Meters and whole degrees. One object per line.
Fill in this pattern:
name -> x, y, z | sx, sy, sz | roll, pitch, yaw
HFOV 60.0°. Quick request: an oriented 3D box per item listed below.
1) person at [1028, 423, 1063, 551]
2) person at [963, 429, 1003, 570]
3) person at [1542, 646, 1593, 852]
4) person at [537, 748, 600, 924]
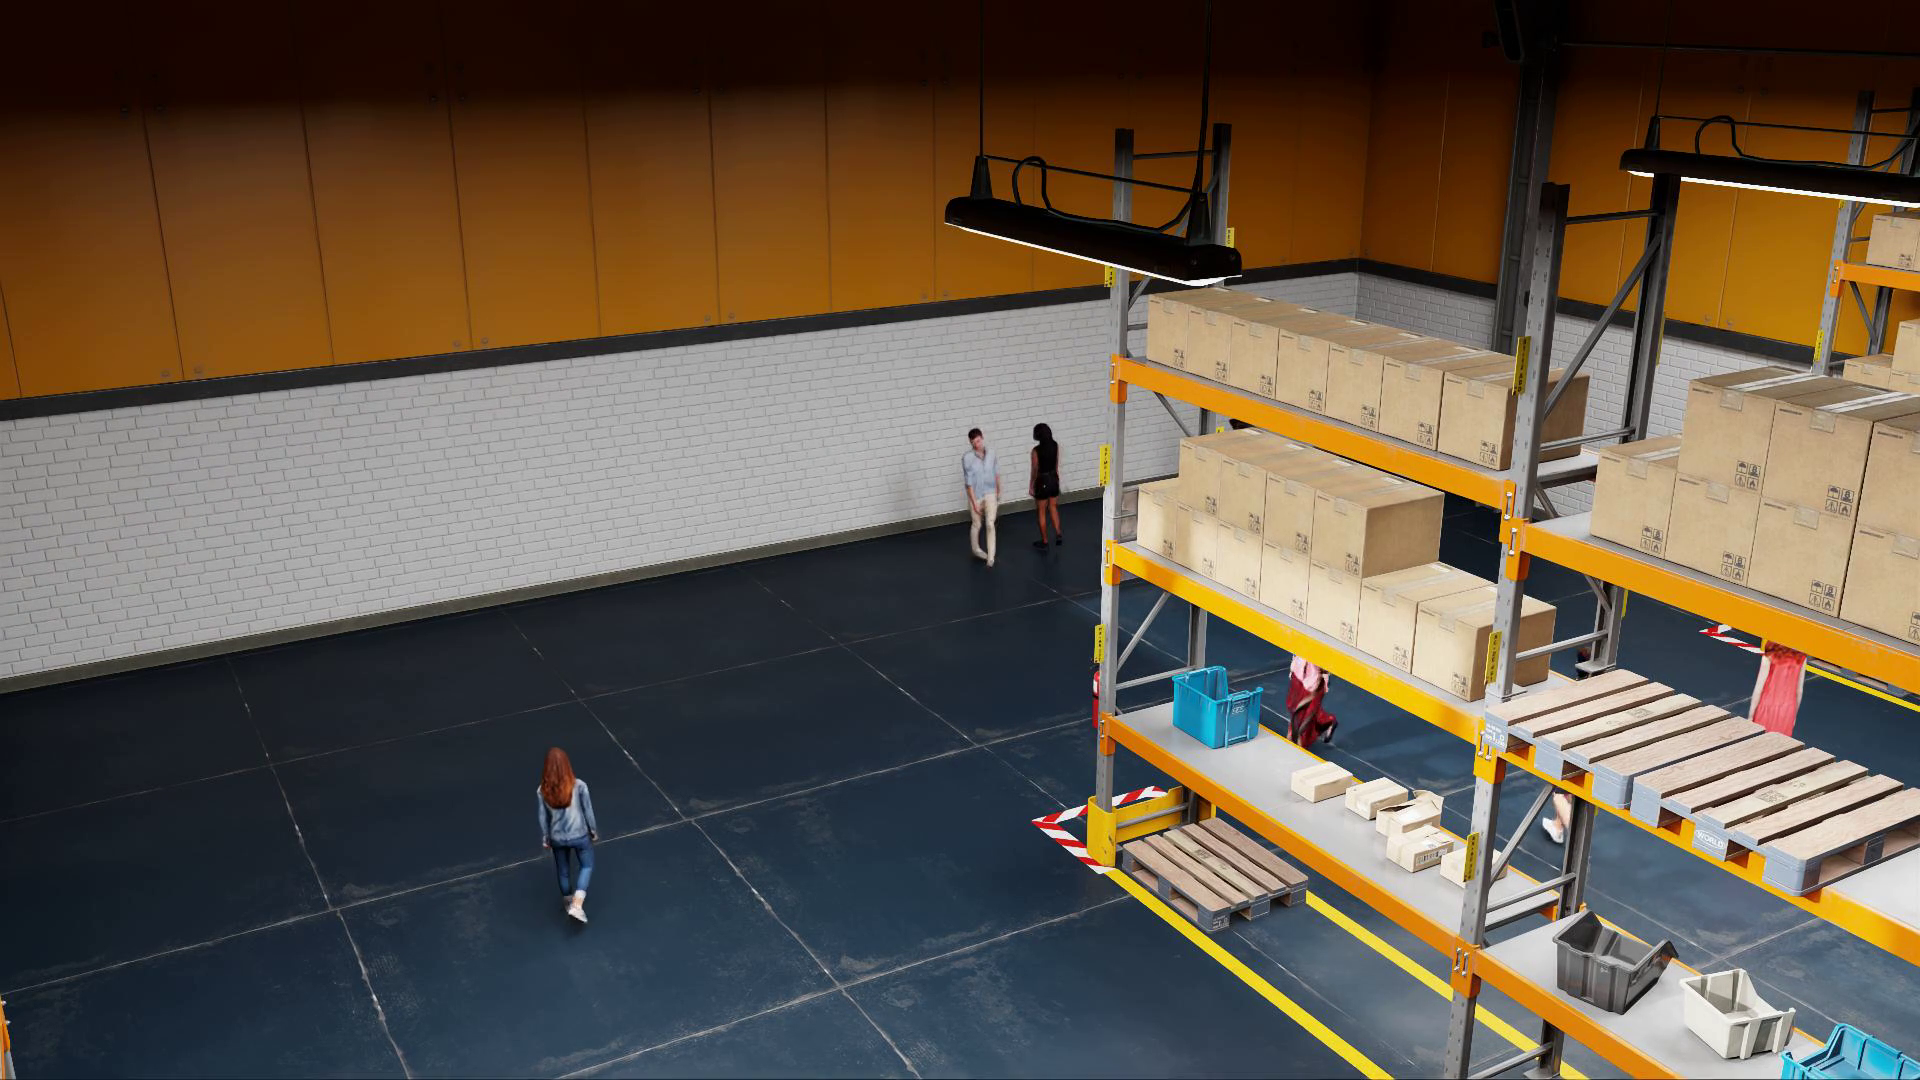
person -> 1.107, -0.662, 21.306 | 0.732, 1.722, 0.789 | -11, 21, -29
person -> 0.276, -0.552, 20.876 | 0.895, 1.788, 1.154 | -8, 20, -21
person -> 5.116, 1.794, 13.820 | 0.958, 1.844, 1.248 | -2, 19, -7
person -> -3.033, 2.309, 12.880 | 0.780, 1.469, 0.876 | -1, 19, -3
